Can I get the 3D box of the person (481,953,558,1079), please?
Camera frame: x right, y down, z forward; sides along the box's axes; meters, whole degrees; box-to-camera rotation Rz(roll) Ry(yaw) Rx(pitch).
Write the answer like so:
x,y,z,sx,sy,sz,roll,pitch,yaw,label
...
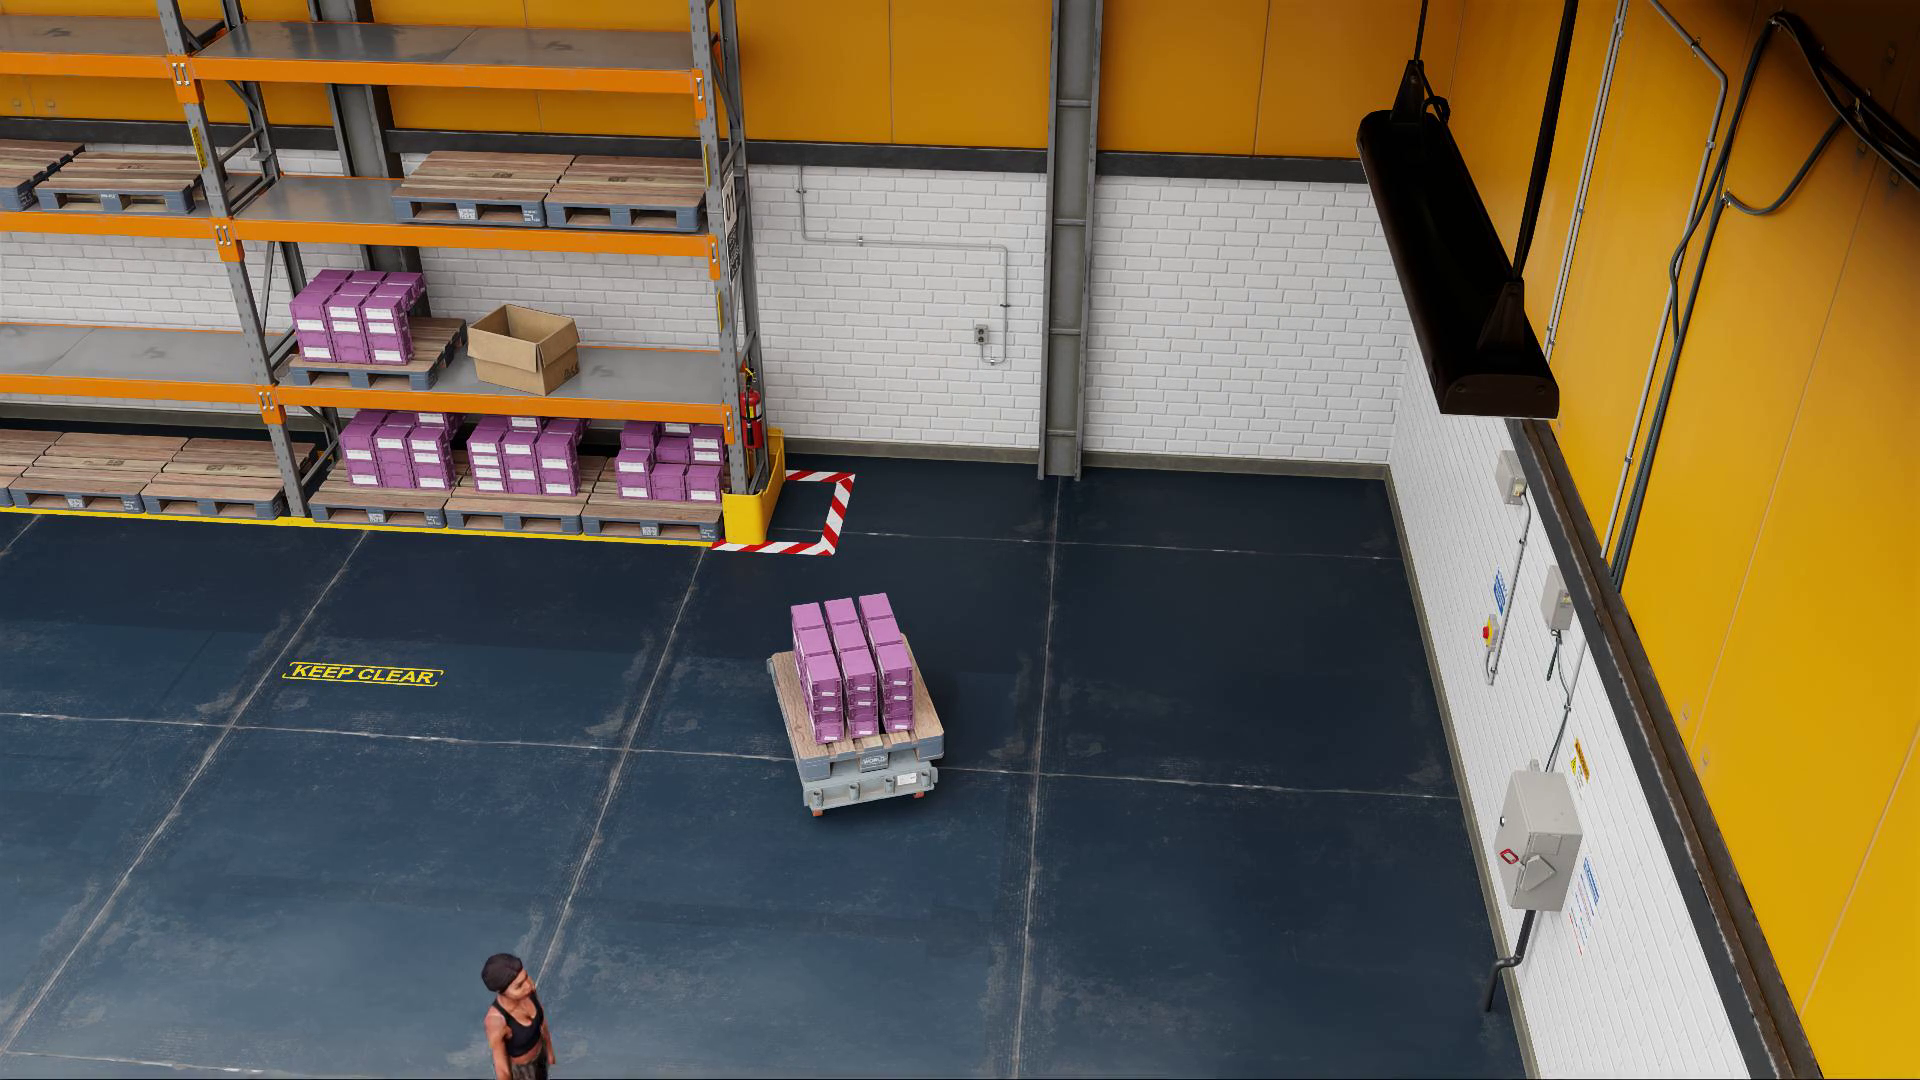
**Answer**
x,y,z,sx,sy,sz,roll,pitch,yaw,label
-2.368,2.772,8.741,1.106,1.677,0.710,9,35,13,person
